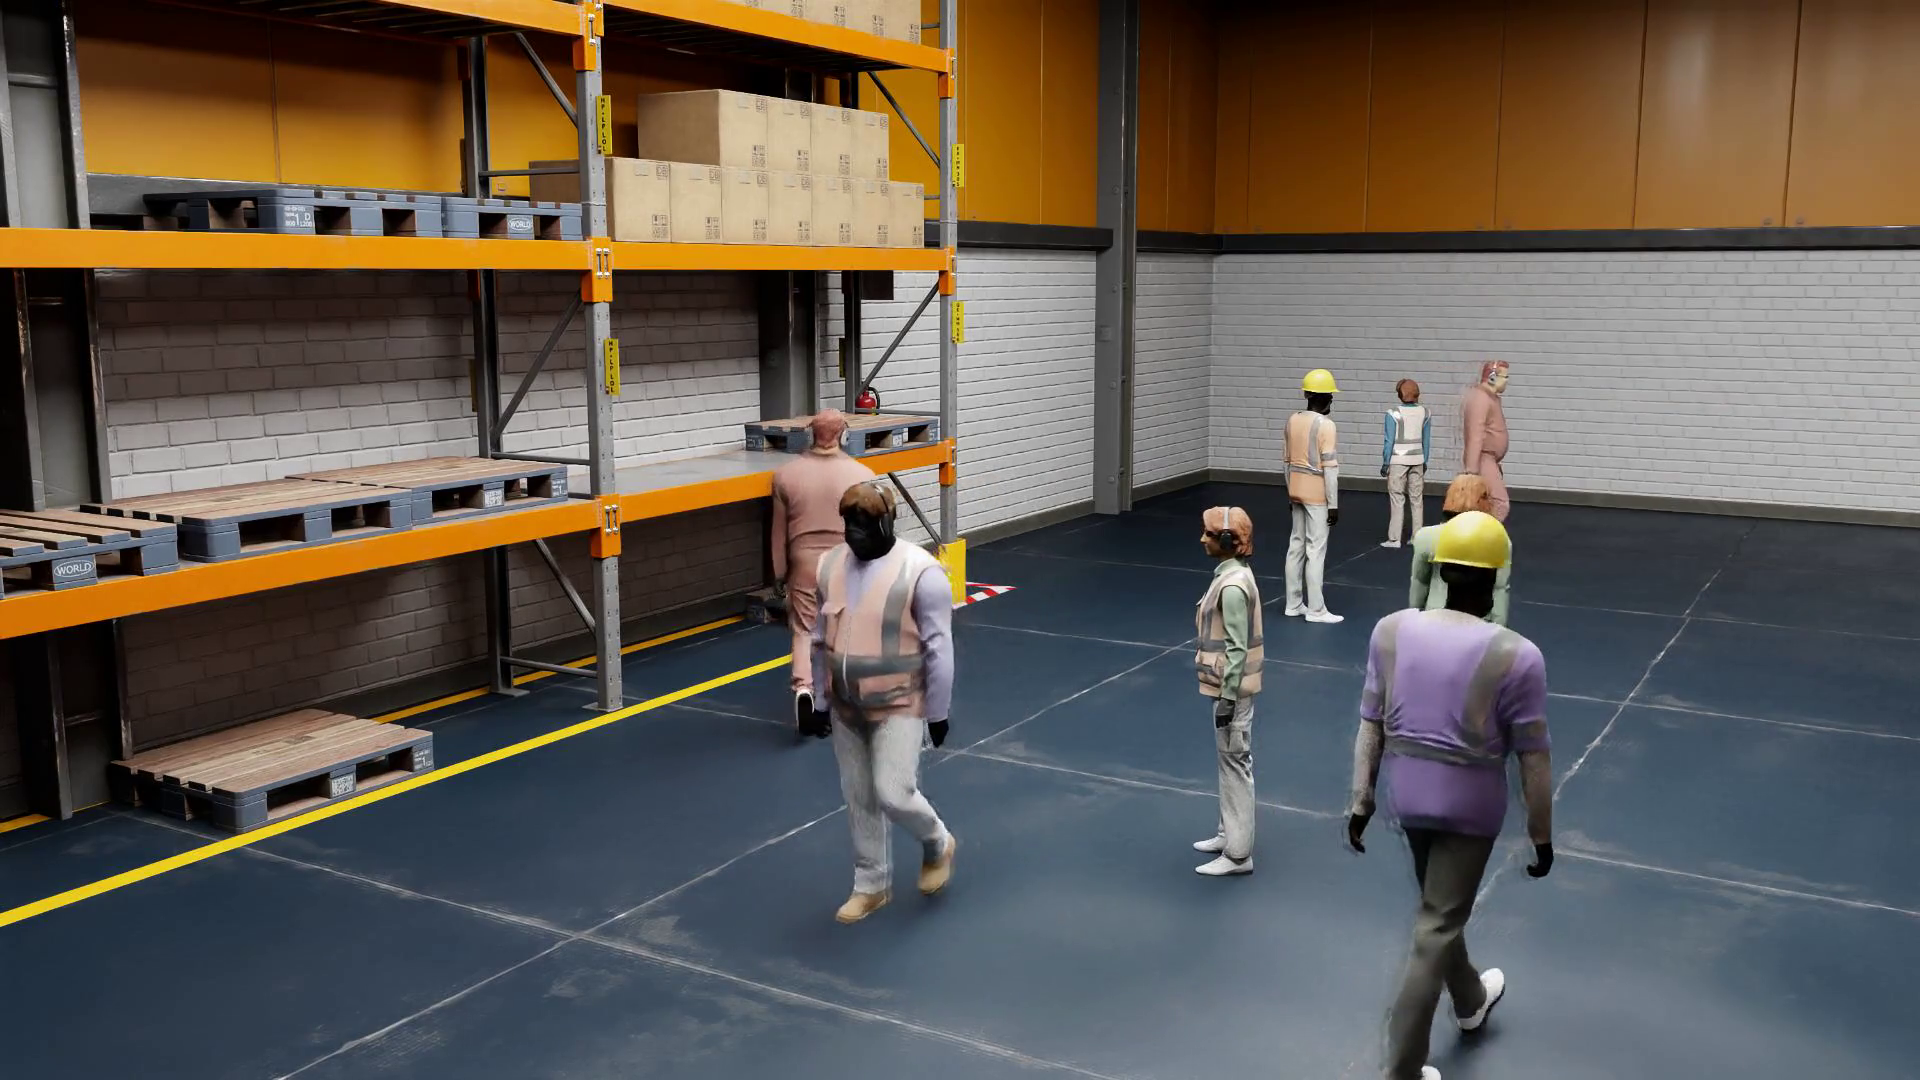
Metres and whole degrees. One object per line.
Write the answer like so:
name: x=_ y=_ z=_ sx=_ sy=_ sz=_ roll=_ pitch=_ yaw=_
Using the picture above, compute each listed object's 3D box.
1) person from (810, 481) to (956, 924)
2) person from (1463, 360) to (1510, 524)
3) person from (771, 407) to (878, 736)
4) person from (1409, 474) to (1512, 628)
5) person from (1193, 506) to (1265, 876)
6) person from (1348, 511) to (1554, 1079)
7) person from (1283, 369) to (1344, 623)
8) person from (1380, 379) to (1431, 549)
person: x=-0.308 y=0.659 z=6.793 sx=0.637 sy=1.831 sz=0.517 roll=6 pitch=11 yaw=35
person: x=4.737 y=-0.663 z=14.847 sx=0.582 sy=1.880 sz=0.670 roll=3 pitch=10 yaw=20
person: x=-0.780 y=0.177 z=9.609 sx=0.650 sy=1.883 sz=0.810 roll=1 pitch=9 yaw=3
person: x=2.611 y=0.452 z=8.714 sx=0.509 sy=1.618 sz=0.515 roll=3 pitch=10 yaw=20
person: x=1.183 y=0.661 z=7.345 sx=0.310 sy=1.638 sz=0.523 roll=1 pitch=9 yaw=8
person: x=1.662 y=0.841 z=5.430 sx=0.955 sy=1.882 sz=0.616 roll=-8 pitch=12 yaw=-41
person: x=2.685 y=-0.332 z=12.645 sx=0.366 sy=1.927 sz=0.585 roll=-4 pitch=10 yaw=-25
person: x=4.285 y=-0.726 z=16.001 sx=0.523 sy=1.639 sz=0.306 roll=-3 pitch=10 yaw=-20
